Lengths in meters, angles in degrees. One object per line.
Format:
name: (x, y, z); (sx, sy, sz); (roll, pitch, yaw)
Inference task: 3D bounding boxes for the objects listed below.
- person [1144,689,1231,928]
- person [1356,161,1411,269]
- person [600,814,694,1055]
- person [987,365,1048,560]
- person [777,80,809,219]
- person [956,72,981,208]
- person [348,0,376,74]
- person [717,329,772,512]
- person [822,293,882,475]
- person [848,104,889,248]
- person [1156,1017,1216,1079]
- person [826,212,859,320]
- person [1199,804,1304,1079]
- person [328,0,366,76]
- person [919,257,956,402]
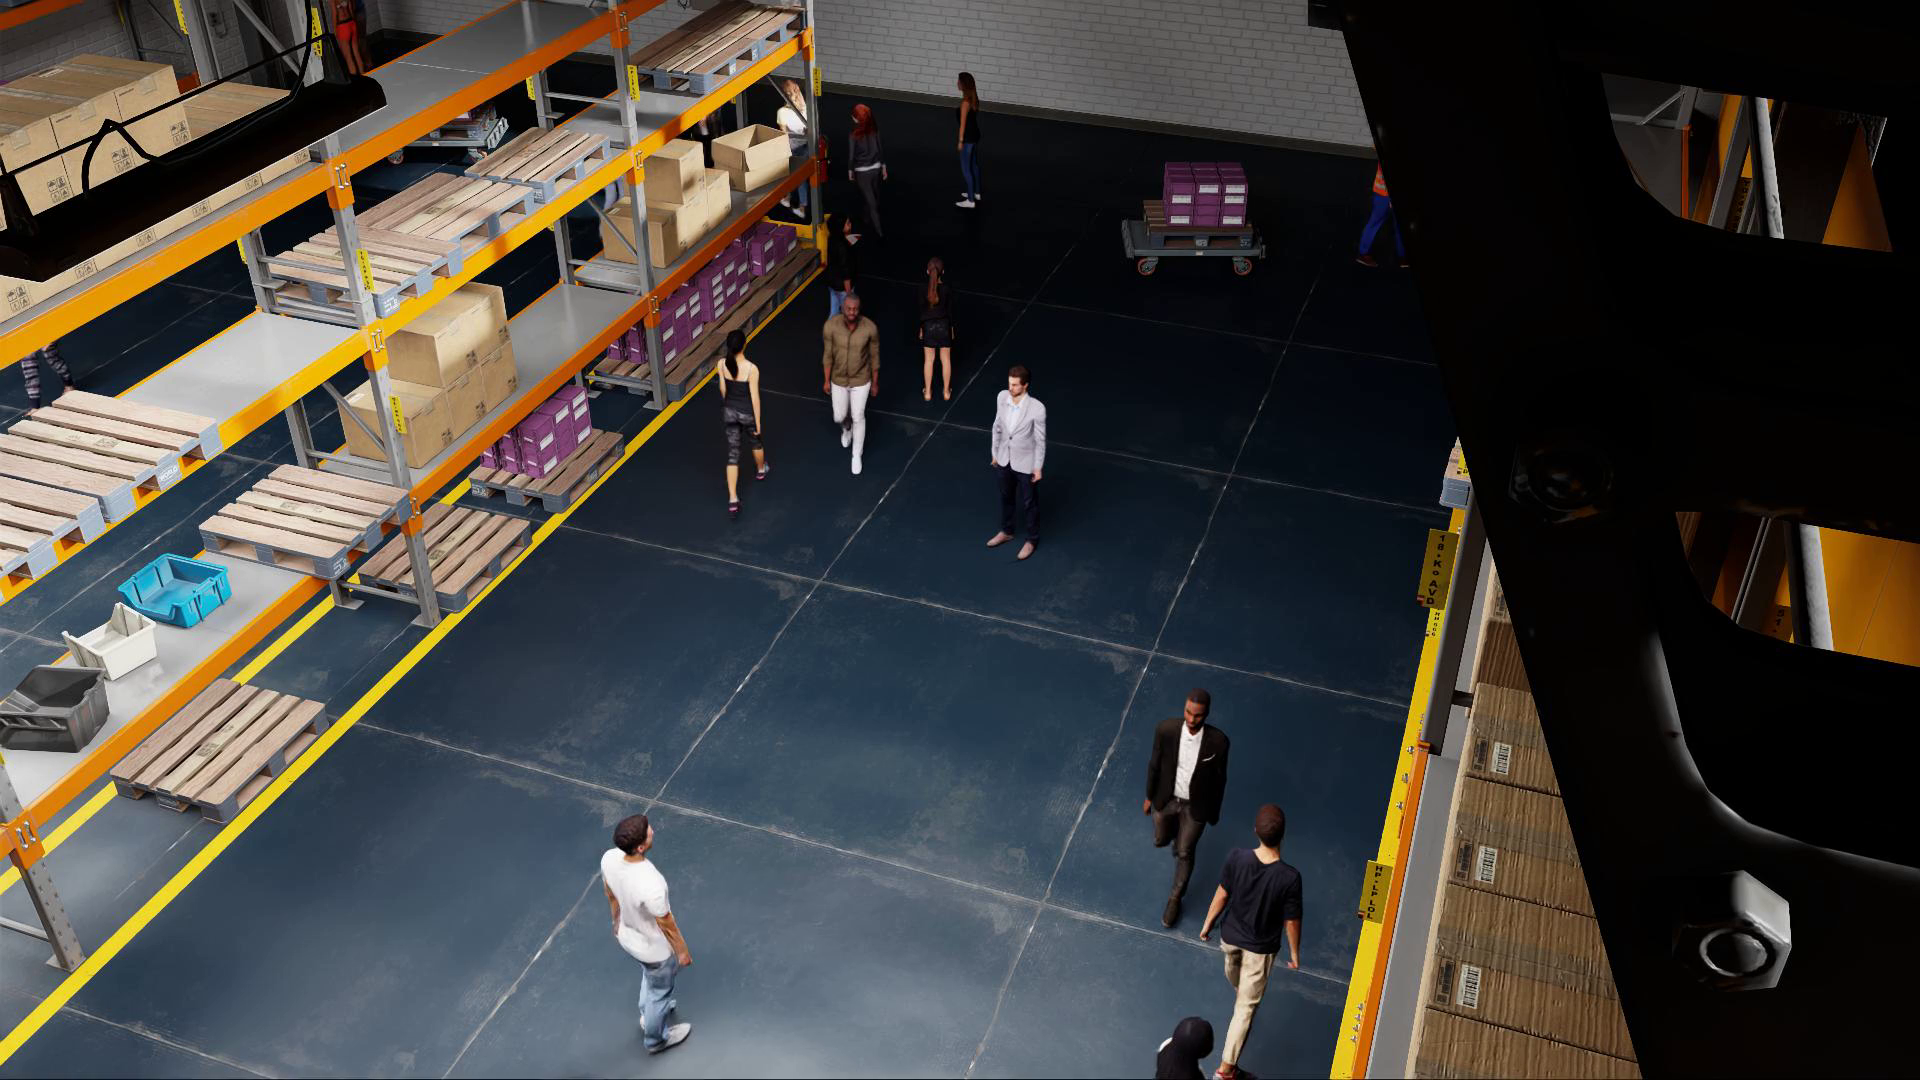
person: (1.488, 1.675, 10.991); (0.670, 1.784, 0.973); (11, 35, 17)
person: (4.983, -4.089, 19.618); (0.970, 1.834, 1.078); (24, 40, 31)
person: (-1.910, 2.387, 9.860); (0.797, 1.850, 0.789); (-28, 42, -35)
person: (0.519, -0.709, 14.519); (0.742, 1.848, 0.674); (23, 40, 31)
person: (-2.023, -4.882, 20.946); (0.998, 1.684, 0.998); (-24, 40, -31)
person: (0.119, -5.136, 21.298); (0.636, 1.718, 0.466); (9, 35, 14)
person: (-9.364, -8.151, 25.733); (0.844, 1.830, 0.888); (-16, 37, -23)
person: (-2.045, -1.065, 15.211); (0.681, 1.676, 1.173); (7, 34, 10)
person: (-1.039, -1.556, 15.826); (0.859, 1.812, 0.937); (1, 34, 1)
person: (-1.074, -4.371, 20.134); (1.071, 1.733, 1.058); (-17, 37, -24)
person: (1.146, 3.151, 8.783); (0.847, 1.769, 0.778); (-12, 36, -18)
person: (-1.282, -2.665, 17.586); (0.794, 1.712, 0.730); (-20, 39, -28)
person: (1.686, 2.436, 9.845); (0.935, 1.785, 1.274); (23, 40, 30)
person: (-9.251, -7.700, 25.092); (0.649, 1.788, 0.476); (17, 37, 24)
person: (-0.231, -2.157, 16.963); (0.579, 1.556, 0.611); (2, 34, 3)
